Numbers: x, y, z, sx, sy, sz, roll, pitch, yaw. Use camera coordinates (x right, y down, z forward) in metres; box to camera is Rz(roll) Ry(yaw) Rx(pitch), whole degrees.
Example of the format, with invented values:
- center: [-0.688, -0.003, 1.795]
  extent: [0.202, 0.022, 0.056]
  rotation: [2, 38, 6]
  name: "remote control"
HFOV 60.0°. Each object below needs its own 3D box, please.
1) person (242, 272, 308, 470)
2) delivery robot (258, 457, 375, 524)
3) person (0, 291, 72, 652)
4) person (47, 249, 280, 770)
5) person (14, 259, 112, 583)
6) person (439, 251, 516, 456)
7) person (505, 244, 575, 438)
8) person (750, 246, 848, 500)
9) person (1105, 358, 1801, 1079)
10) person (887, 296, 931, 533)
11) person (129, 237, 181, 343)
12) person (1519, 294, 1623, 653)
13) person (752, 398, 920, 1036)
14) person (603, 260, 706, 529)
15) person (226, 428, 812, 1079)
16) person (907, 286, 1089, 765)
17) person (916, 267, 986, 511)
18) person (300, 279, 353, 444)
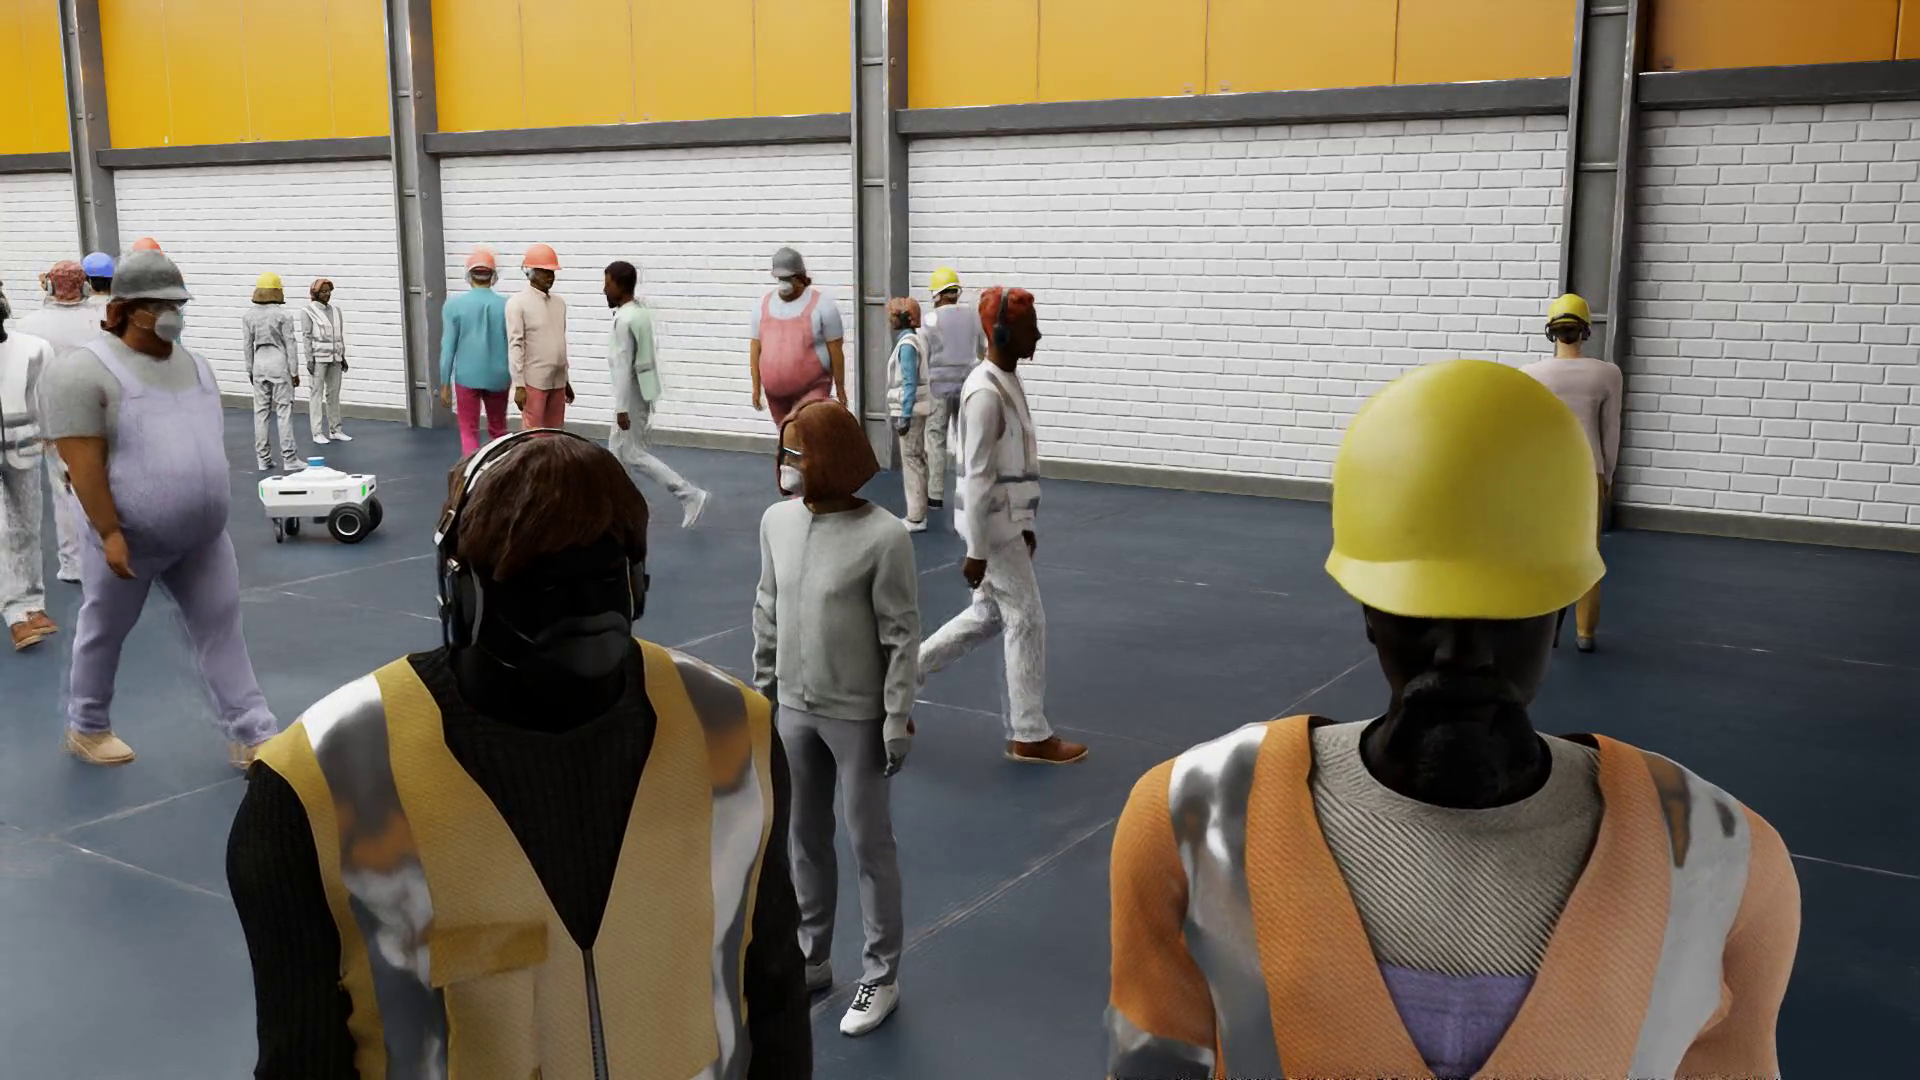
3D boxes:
- center: [-6.058, -1.486, 14.690]
  extent: [0.489, 1.743, 0.325]
  rotation: [2, 10, 10]
  name: "person"
- center: [-4.343, -0.316, 11.242]
  extent: [0.707, 0.478, 0.477]
  rotation: [-2, 10, -9]
  name: "delivery robot"
- center: [-4.736, -0.375, 8.258]
  extent: [0.659, 1.845, 0.831]
  rotation: [-9, 13, -39]
  name: "person"
- center: [-3.043, -0.115, 6.266]
  extent: [1.035, 2.000, 0.679]
  rotation: [6, 12, 30]
  name: "person"
- center: [-5.215, -0.699, 9.878]
  extent: [0.639, 1.909, 0.407]
  rotation: [-6, 12, -29]
  name: "person"
- center: [-3.649, -1.221, 12.705]
  extent: [0.670, 1.942, 0.837]
  rotation: [-5, 12, -28]
  name: "person"
- center: [-3.051, -1.161, 12.196]
  extent: [0.389, 1.991, 0.626]
  rotation: [5, 11, 25]
  name: "person"
- center: [-1.180, -1.204, 12.303]
  extent: [0.722, 2.000, 0.987]
  rotation: [4, 11, 19]
  name: "person"
- center: [0.415, 0.800, 1.511]
  extent: [0.589, 1.927, 0.387]
  rotation: [2, 10, 9]
  name: "person"
- center: [-0.354, -0.866, 11.542]
  extent: [0.310, 1.638, 0.522]
  rotation: [0, 10, 2]
  name: "person"
- center: [-7.590, -1.813, 15.668]
  extent: [0.608, 2.044, 0.371]
  rotation: [2, 10, 13]
  name: "person"
- center: [2.951, -0.316, 8.159]
  extent: [0.523, 1.763, 0.329]
  rotation: [1, 10, 4]
  name: "person"
- center: [-0.334, 0.450, 4.267]
  extent: [0.507, 1.631, 0.276]
  rotation: [7, 13, 35]
  name: "person"
- center: [-2.213, -0.980, 11.491]
  extent: [0.830, 1.891, 0.596]
  rotation: [0, 10, -2]
  name: "person"
- center: [-0.444, 0.787, 1.862]
  extent: [0.618, 1.836, 0.430]
  rotation: [-6, 12, -29]
  name: "person"
- center: [0.058, -0.050, 6.442]
  extent: [0.832, 1.860, 0.583]
  rotation: [1, 10, 6]
  name: "person"
- center: [-0.090, -1.128, 12.502]
  extent: [0.596, 1.824, 0.403]
  rotation: [-5, 11, -25]
  name: "person"
- center: [-6.346, -1.785, 16.631]
  extent: [0.307, 1.640, 0.521]
  rotation: [5, 11, 24]
  name: "person"
